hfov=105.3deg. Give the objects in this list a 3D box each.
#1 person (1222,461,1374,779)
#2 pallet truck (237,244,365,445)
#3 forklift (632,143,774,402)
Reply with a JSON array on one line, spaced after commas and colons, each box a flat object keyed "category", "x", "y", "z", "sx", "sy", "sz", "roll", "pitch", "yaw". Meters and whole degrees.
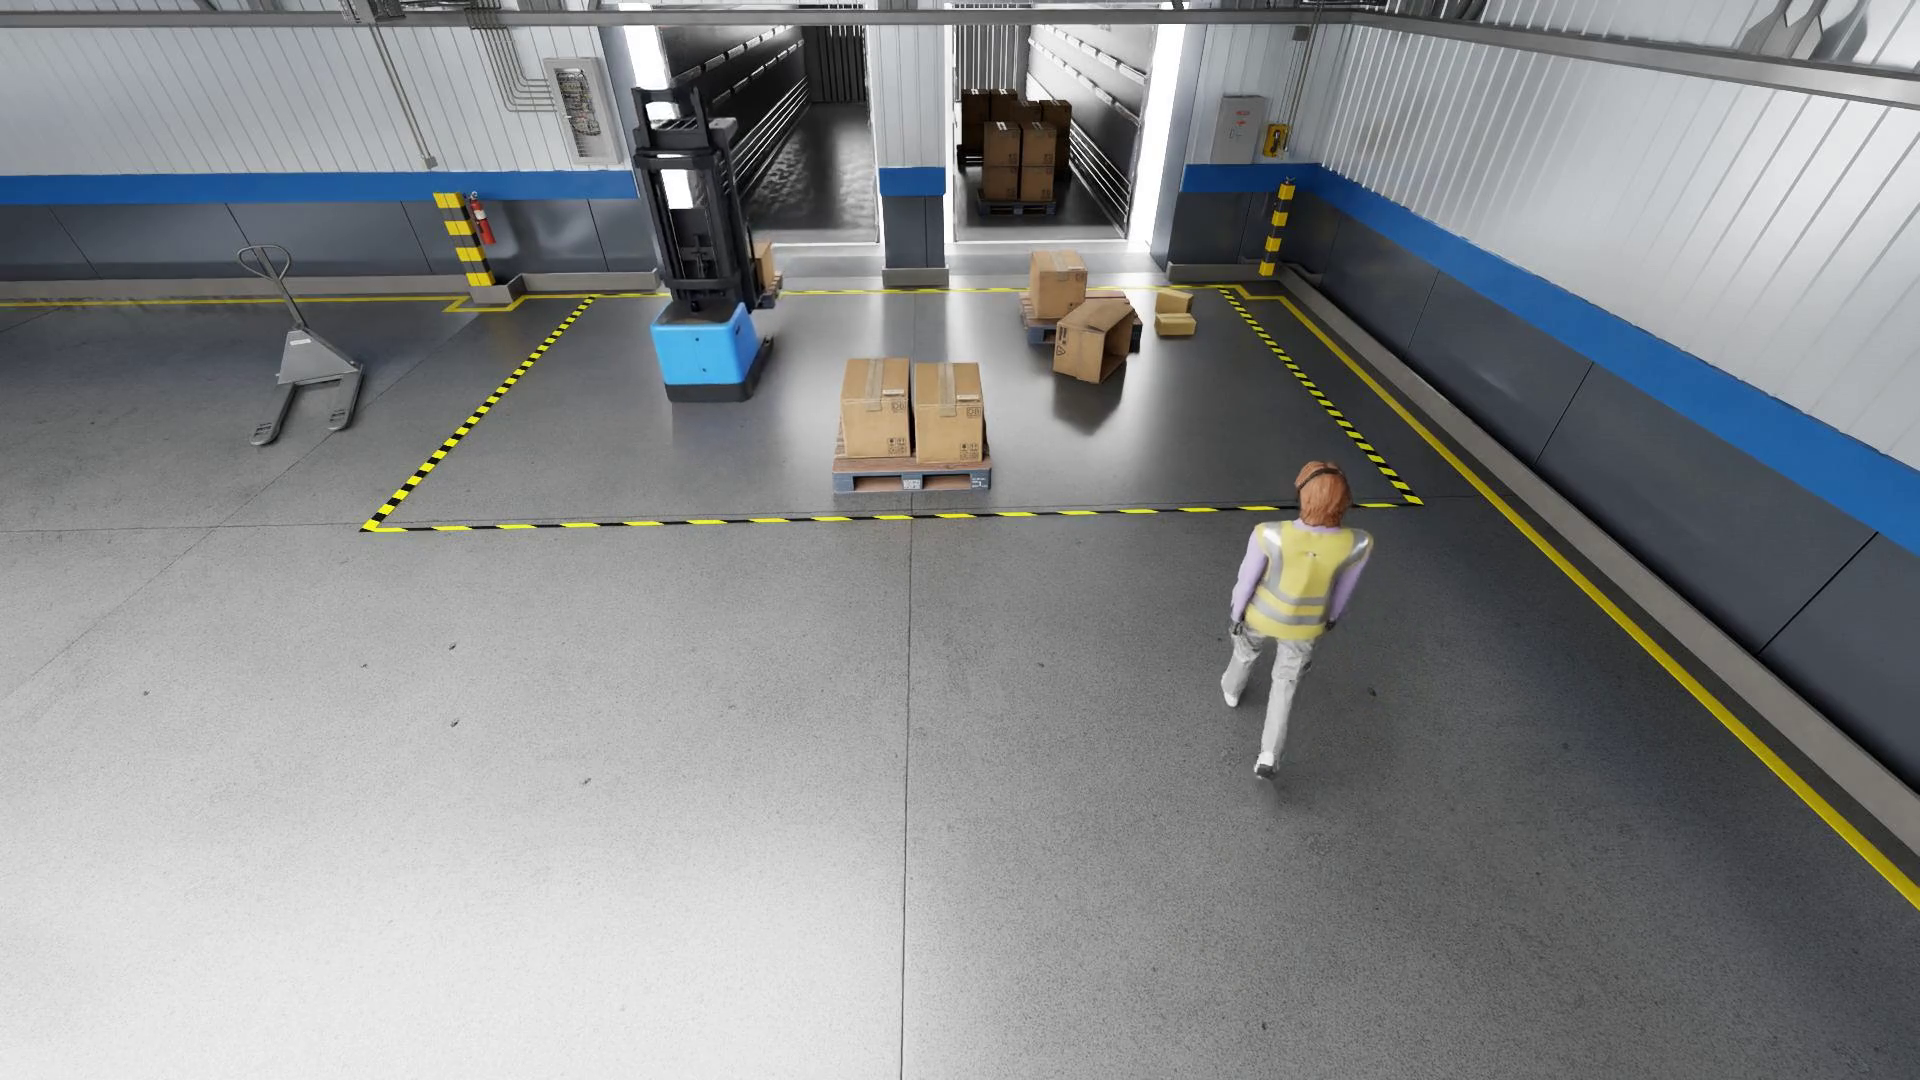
[{"category": "person", "x": 1.496, "y": 0.389, "z": 3.389, "sx": 0.510, "sy": 1.603, "sz": 0.772, "roll": 12, "pitch": 40, "yaw": 14}, {"category": "pallet truck", "x": -5.915, "y": -1.733, "z": 6.366, "sx": 0.680, "sy": 1.201, "sz": 1.601, "roll": -18, "pitch": 42, "yaw": -21}, {"category": "forklift", "x": -2.313, "y": -2.286, "z": 6.417, "sx": 0.716, "sy": 2.013, "sz": 0.776, "roll": -1, "pitch": 38, "yaw": -1}]
